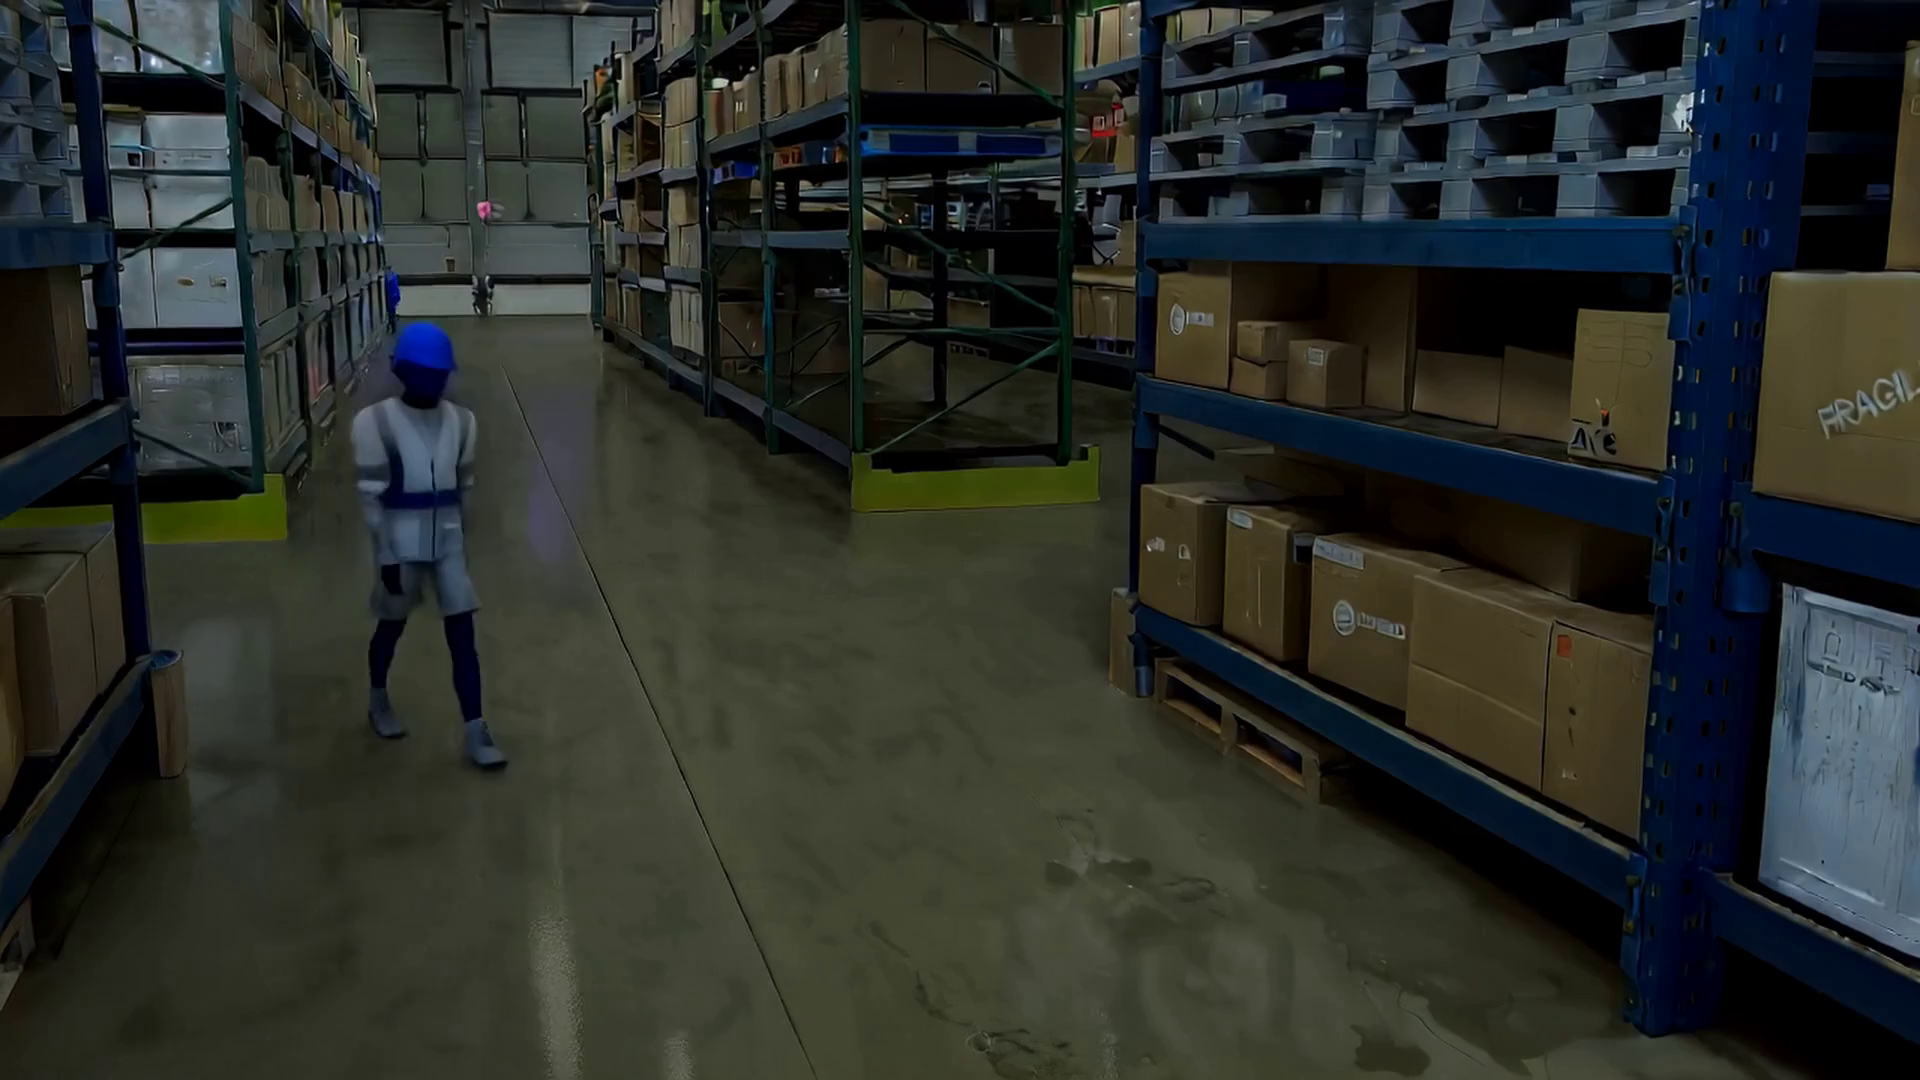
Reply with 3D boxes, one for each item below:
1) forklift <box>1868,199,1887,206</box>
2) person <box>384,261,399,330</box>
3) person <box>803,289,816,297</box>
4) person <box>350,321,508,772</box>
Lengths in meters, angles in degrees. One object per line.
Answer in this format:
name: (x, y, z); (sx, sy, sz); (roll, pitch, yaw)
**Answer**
forklift: (11.338, -2.915, 21.052); (1.129, 2.768, 1.873); (-3, 11, -17)
person: (-14.393, -6.145, 41.873); (0.334, 1.743, 0.560); (8, 13, 38)
person: (-3.292, -4.839, 34.561); (0.654, 1.796, 0.933); (-5, 11, -24)
person: (-2.460, 0.005, 7.533); (0.608, 1.994, 1.087); (-9, 14, -41)
